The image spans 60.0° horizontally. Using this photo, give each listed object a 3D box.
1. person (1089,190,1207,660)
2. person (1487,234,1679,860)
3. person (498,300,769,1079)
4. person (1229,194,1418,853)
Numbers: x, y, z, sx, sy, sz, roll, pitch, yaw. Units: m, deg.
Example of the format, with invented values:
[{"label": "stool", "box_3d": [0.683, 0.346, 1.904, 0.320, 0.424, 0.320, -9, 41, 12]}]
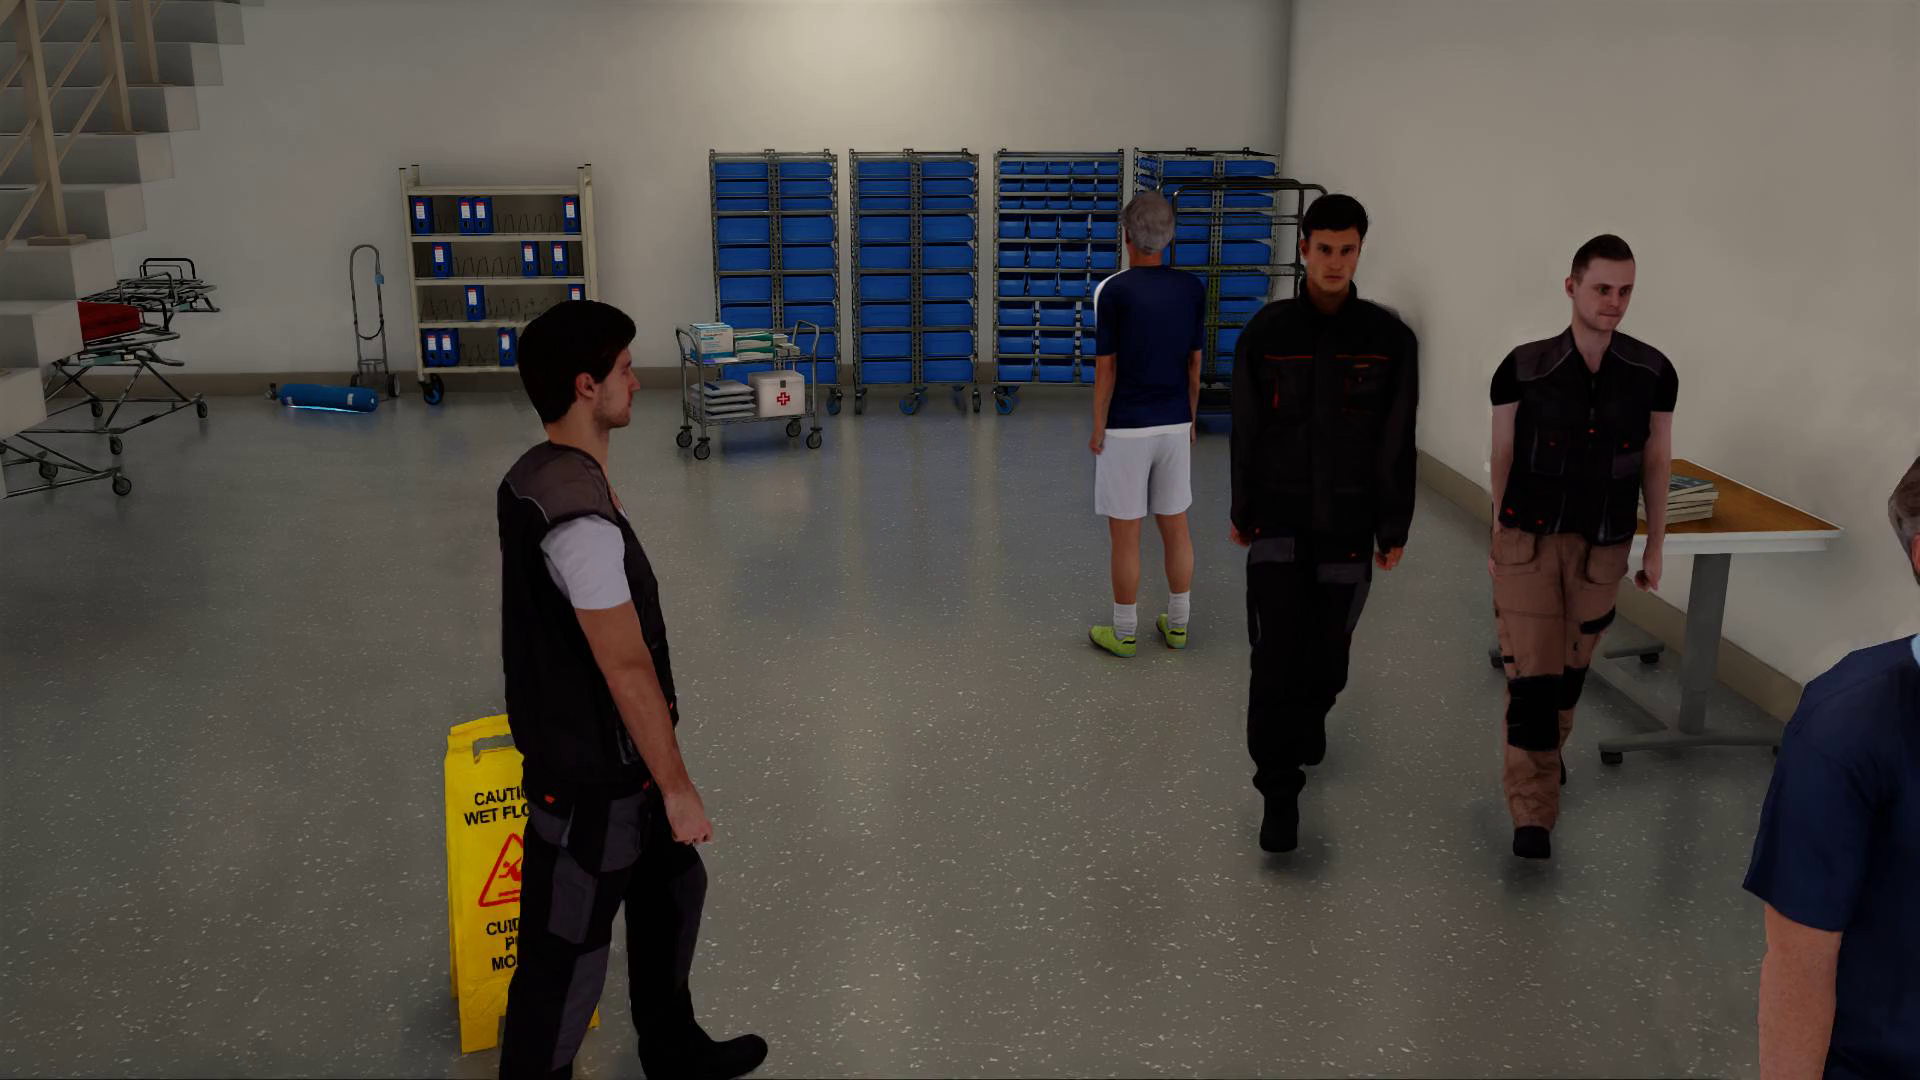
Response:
[{"label": "person", "box_3d": [0.736, -0.452, 6.569, 0.690, 1.838, 0.647, -6, 17, -20]}, {"label": "person", "box_3d": [1.829, -0.006, 5.079, 0.852, 1.788, 1.234, 2, 16, 9]}, {"label": "person", "box_3d": [-0.843, 0.458, 3.358, 0.849, 1.829, 0.859, -5, 16, -17]}, {"label": "person", "box_3d": [1.111, -0.083, 5.159, 0.907, 1.892, 1.309, 2, 16, 9]}]
